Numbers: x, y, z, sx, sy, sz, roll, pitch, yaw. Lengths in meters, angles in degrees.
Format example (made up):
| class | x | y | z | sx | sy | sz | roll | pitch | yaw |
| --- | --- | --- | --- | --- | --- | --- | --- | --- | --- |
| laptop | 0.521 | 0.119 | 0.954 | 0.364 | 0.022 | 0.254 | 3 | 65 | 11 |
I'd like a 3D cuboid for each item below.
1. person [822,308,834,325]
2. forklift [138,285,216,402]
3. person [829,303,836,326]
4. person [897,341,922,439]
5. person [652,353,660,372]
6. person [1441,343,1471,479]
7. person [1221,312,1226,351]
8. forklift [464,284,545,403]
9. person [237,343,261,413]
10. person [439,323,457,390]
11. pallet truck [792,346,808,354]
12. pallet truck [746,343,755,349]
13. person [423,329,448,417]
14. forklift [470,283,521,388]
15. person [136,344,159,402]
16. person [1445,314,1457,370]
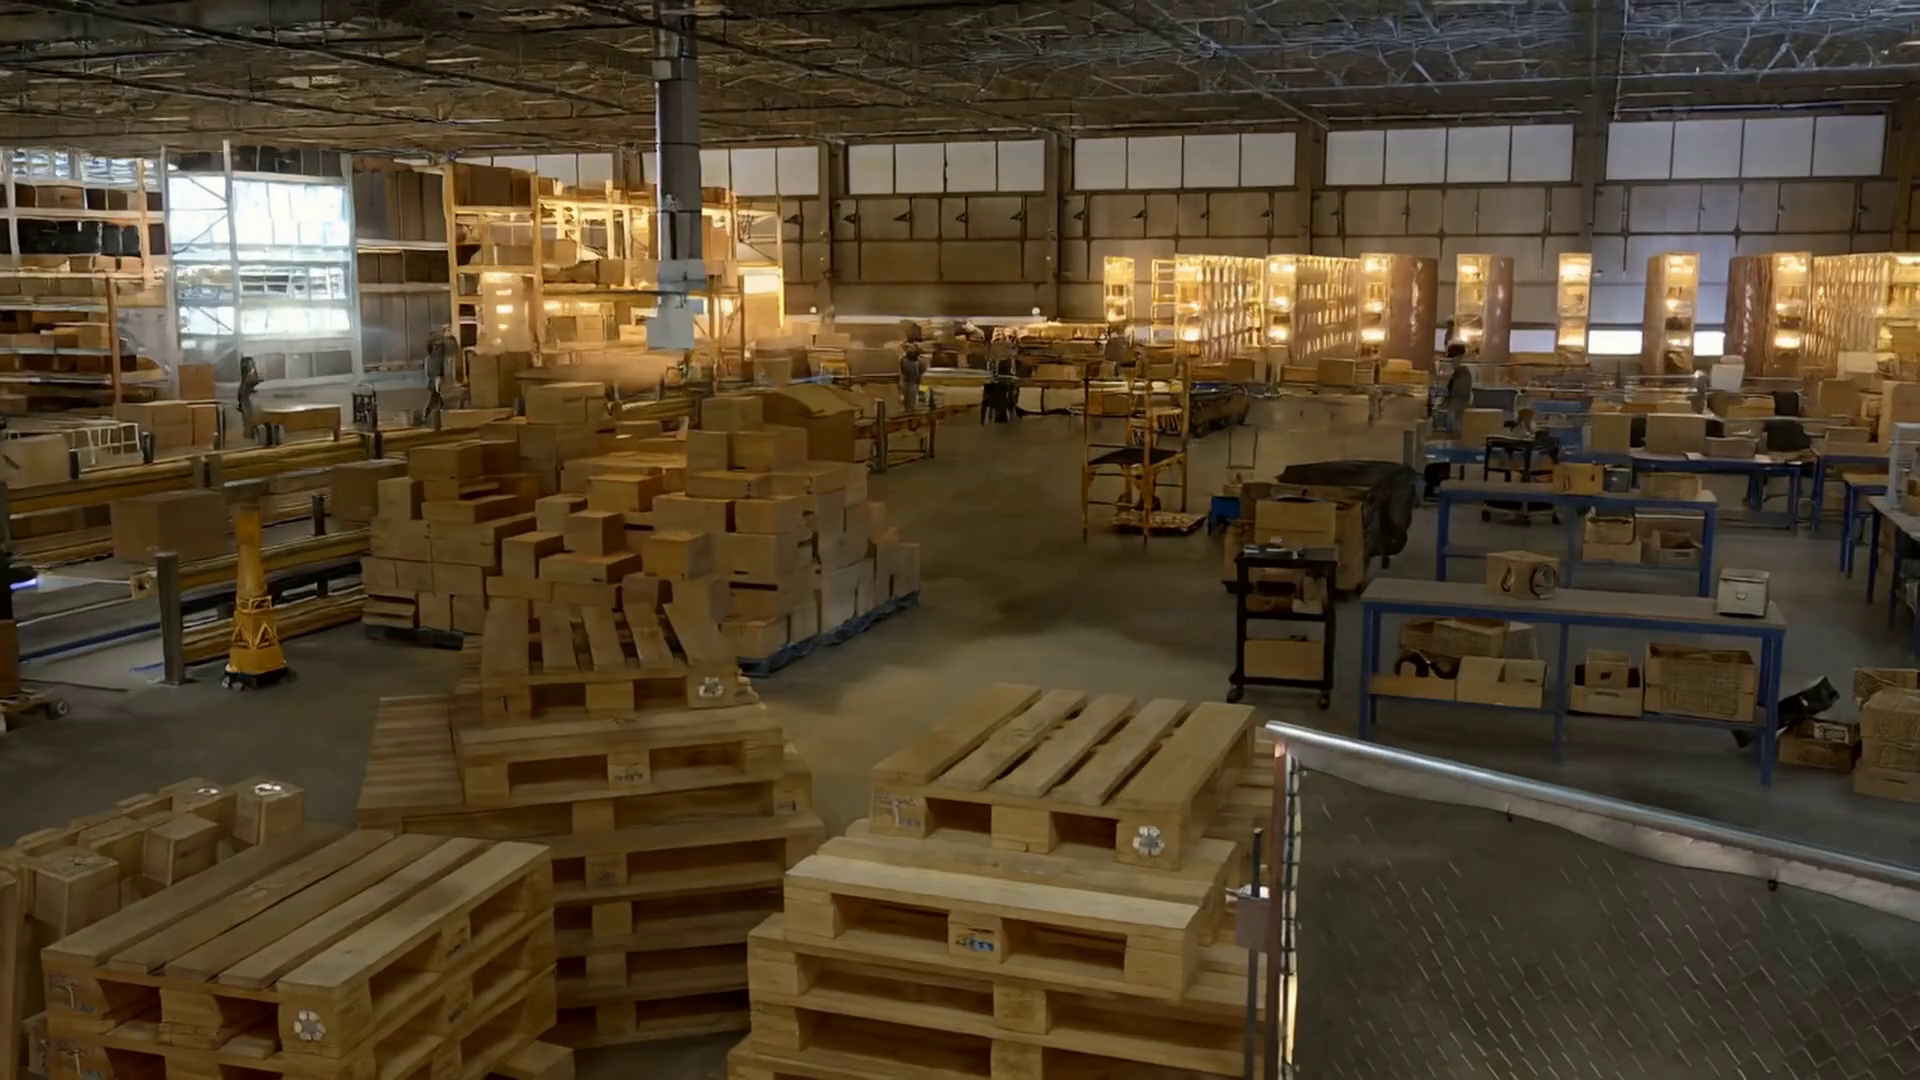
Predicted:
| class | x | y | z | sx | sy | sz | roll | pitch | yaw |
| --- | --- | --- | --- | --- | --- | --- | --- | --- | --- |
| person | -4.135 | -6.257 | 52.146 | 0.394 | 1.994 | 0.612 | 1 | 9 | 4 |
| forklift | -17.480 | -4.200 | 36.461 | 1.873 | 2.768 | 1.129 | 3 | 10 | 19 |
| person | -5.089 | -8.367 | 65.551 | 0.404 | 1.943 | 0.612 | -2 | 9 | -10 |
| person | -0.917 | -2.788 | 30.894 | 0.404 | 1.827 | 0.586 | 5 | 10 | 27 |
| person | -7.756 | -4.728 | 43.296 | 0.538 | 1.745 | 0.470 | 0 | 9 | -2 |
| person | 7.354 | -1.905 | 24.711 | 0.429 | 2.028 | 0.645 | 1 | 9 | 9 |
| person | 9.329 | -7.134 | 58.354 | 0.406 | 1.787 | 0.770 | 4 | 10 | 22 |
| forklift | -10.832 | -4.702 | 39.610 | 1.129 | 2.768 | 1.873 | 3 | 10 | 20 |
| person | -14.487 | -3.136 | 33.552 | 0.765 | 1.664 | 0.555 | -1 | 9 | -7 |
| person | -13.644 | -4.880 | 44.254 | 0.337 | 1.757 | 0.518 | 6 | 11 | 34 |
| pallet truck | -3.705 | -4.298 | 42.022 | 0.653 | 1.274 | 1.630 | 3 | 10 | 20 |
| pallet truck | -6.183 | -4.618 | 44.264 | 1.601 | 1.201 | 0.680 | -9 | 12 | -43 |
| person | -11.112 | -3.491 | 35.081 | 0.570 | 1.895 | 0.853 | 2 | 9 | 15 |
| forklift | -12.131 | -5.450 | 44.312 | 1.129 | 2.768 | 1.873 | 3 | 10 | 20 |
| person | -16.655 | -3.197 | 34.066 | 0.285 | 1.633 | 0.501 | 5 | 10 | 26 |
| person | 15.618 | -6.239 | 52.641 | 0.560 | 1.811 | 0.949 | 2 | 9 | 11 |
